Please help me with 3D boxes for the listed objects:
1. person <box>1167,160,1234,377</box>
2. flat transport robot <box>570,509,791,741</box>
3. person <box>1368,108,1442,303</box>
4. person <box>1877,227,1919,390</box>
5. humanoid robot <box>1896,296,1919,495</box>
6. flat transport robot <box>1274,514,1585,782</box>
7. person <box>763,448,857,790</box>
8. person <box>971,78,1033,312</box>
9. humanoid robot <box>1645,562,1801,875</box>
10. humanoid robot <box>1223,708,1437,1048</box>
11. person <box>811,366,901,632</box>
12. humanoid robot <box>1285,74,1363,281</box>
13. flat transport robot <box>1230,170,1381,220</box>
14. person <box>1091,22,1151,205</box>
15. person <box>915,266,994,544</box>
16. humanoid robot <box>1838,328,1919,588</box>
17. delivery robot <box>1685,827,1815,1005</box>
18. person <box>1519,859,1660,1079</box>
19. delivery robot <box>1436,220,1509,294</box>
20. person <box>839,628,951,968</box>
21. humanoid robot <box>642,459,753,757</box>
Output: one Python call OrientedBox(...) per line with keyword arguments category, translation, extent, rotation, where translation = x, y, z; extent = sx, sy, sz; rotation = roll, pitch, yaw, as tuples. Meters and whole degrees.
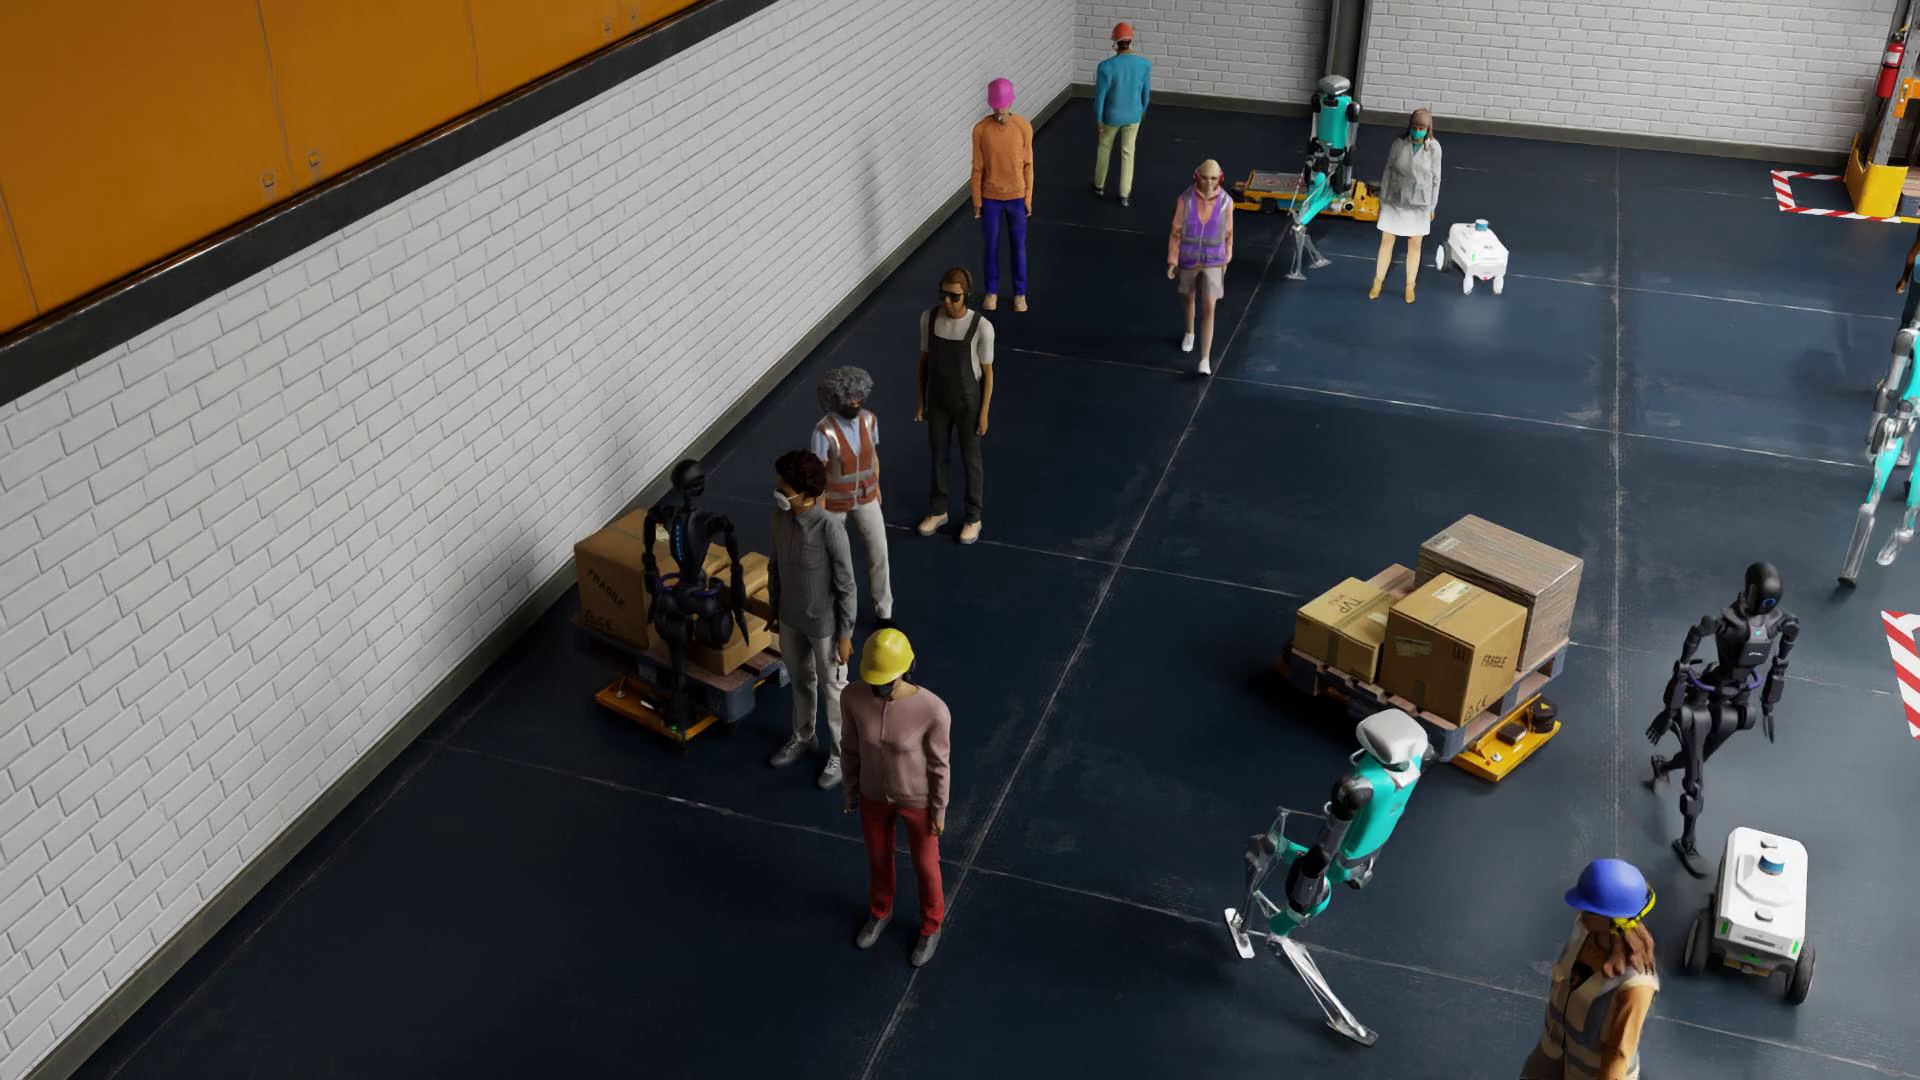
OrientedBox(category="person", translation=(1.852, -2.125, 12.880), extent=(0.484, 1.644, 0.909), rotation=(6, 31, 10))
OrientedBox(category="flat transport robot", translation=(-1.348, 0.640, 9.537), extent=(0.659, 0.231, 1.431), rotation=(20, 36, 30))
OrientedBox(category="person", translation=(3.772, -2.814, 14.034), extent=(0.486, 1.663, 0.341), rotation=(11, 32, 18))
OrientedBox(category="person", translation=(7.219, -1.889, 12.263), extent=(0.528, 1.866, 0.389), rotation=(16, 34, 26))
OrientedBox(category="humanoid robot", translation=(6.610, -1.151, 11.194), extent=(0.551, 1.829, 0.929), rotation=(17, 35, 27))
OrientedBox(category="flat transport robot", translation=(2.522, 0.824, 9.223), extent=(0.659, 0.231, 1.431), rotation=(-26, 39, -37))
OrientedBox(category="person", translation=(-0.735, 0.384, 8.365), extent=(0.540, 1.899, 0.379), rotation=(21, 36, 31))
OrientedBox(category="person", translation=(0.349, -2.861, 13.821), extent=(0.517, 1.972, 0.405), rotation=(0, 30, 0))
OrientedBox(category="humanoid robot", translation=(3.621, 0.756, 8.028), extent=(0.610, 1.642, 0.808), rotation=(-2, 31, -4))
OrientedBox(category="humanoid robot", translation=(1.402, 1.295, 7.025), extent=(0.538, 1.726, 1.064), rotation=(-23, 37, -34))
OrientedBox(category="person", translation=(-0.595, -0.189, 9.561), extent=(0.470, 1.661, 0.683), rotation=(-16, 34, -26))
OrientedBox(category="humanoid robot", translation=(3.041, -3.107, 14.482), extent=(0.874, 1.781, 0.550), rotation=(-19, 36, -29))
OrientedBox(category="flat transport robot", translation=(3.409, -3.394, 16.400), extent=(1.431, 0.231, 0.659), rotation=(8, 31, 13))
OrientedBox(category="person", translation=(1.562, -4.216, 16.354), extent=(0.582, 1.727, 0.674), rotation=(-4, 31, -7))
OrientedBox(category="person", translation=(-0.039, -0.850, 10.516), extent=(0.506, 1.846, 0.346), rotation=(12, 33, 20))
OrientedBox(category="humanoid robot", translation=(5.670, -0.468, 10.016), extent=(0.533, 1.777, 0.997), rotation=(21, 36, 32))
OrientedBox(category="delivery robot", translation=(3.609, 1.652, 7.515), extent=(0.499, 0.577, 0.769), rotation=(13, 33, 21))
OrientedBox(category="person", translation=(2.221, 1.883, 5.960), extent=(0.651, 1.744, 0.525), rotation=(-9, 32, -15))
OrientedBox(category="delivery robot", translation=(4.542, -2.521, 14.649), extent=(0.499, 0.612, 0.801), rotation=(-1, 30, -1))
OrientedBox(category="person", translation=(-0.284, 1.120, 7.252), extent=(0.516, 1.756, 0.340), rotation=(11, 32, 17))
OrientedBox(category="humanoid robot", translation=(-1.386, 0.345, 8.669), extent=(0.591, 1.643, 0.536), rotation=(8, 31, 13))
